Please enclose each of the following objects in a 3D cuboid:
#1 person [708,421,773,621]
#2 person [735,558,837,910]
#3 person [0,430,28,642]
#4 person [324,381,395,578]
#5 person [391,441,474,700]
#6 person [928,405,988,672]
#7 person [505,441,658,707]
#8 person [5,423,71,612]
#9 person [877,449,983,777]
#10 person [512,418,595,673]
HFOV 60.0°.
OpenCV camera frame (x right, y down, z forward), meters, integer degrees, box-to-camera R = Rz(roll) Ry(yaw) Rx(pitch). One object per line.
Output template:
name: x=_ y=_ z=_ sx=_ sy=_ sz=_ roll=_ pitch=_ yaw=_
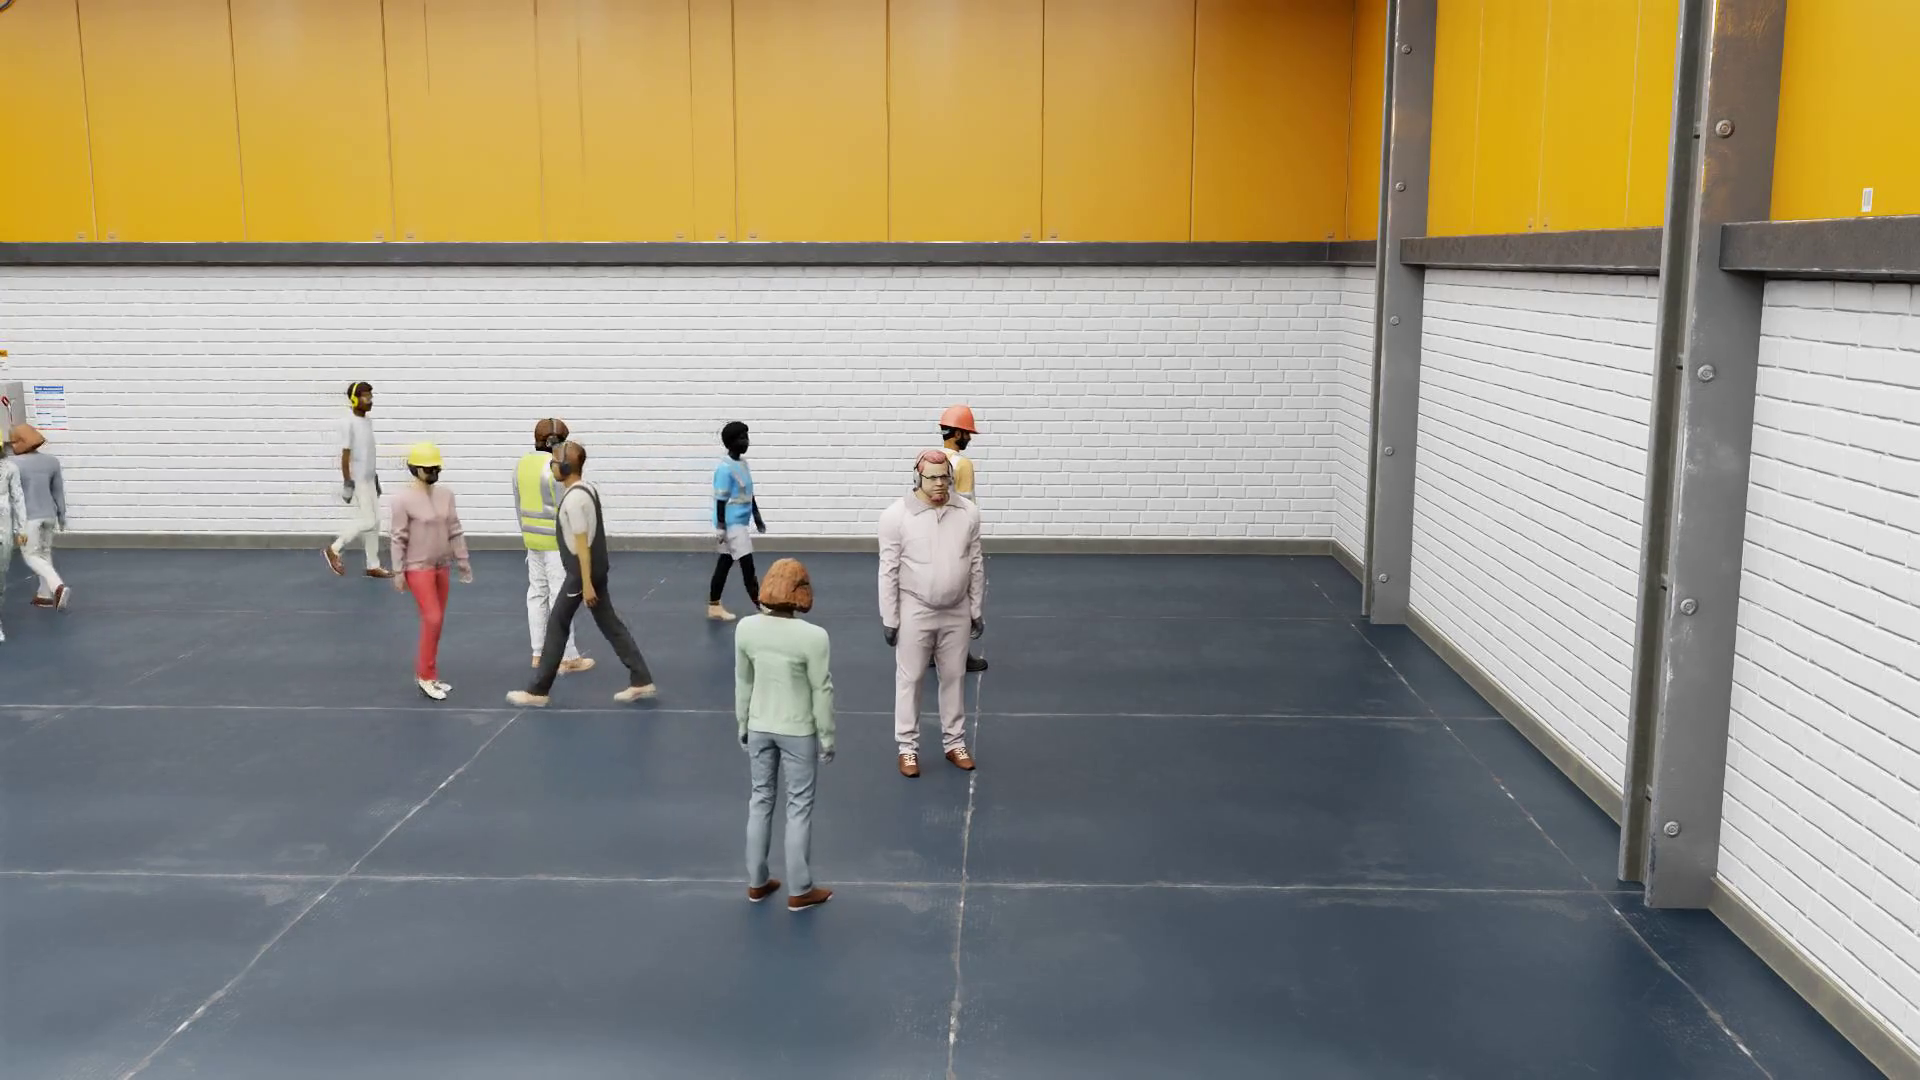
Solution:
person: x=-1.724 y=-0.129 z=13.509 sx=0.812 sy=1.663 sz=0.538 roll=1 pitch=10 yaw=7
person: x=-0.804 y=0.889 z=7.652 sx=0.509 sy=1.625 sz=0.284 roll=5 pitch=11 yaw=25
person: x=-7.697 y=-0.092 z=13.204 sx=0.494 sy=1.695 sz=0.905 roll=-8 pitch=12 yaw=-39
person: x=-5.567 y=-0.547 z=15.408 sx=0.531 sy=1.857 sz=0.514 roll=1 pitch=10 yaw=4
person: x=-3.556 y=0.203 z=11.310 sx=0.570 sy=1.751 sz=0.534 roll=5 pitch=11 yaw=25
person: x=-0.038 y=-0.008 z=12.019 sx=0.375 sy=1.927 sz=0.543 roll=-8 pitch=12 yaw=-38
person: x=-2.501 y=0.231 z=11.046 sx=0.998 sy=1.790 sz=0.514 roll=0 pitch=10 yaw=1
person: x=-7.737 y=-0.185 z=13.987 sx=0.698 sy=1.608 sz=0.502 roll=5 pitch=11 yaw=26
person: x=-0.153 y=0.419 z=9.610 sx=0.636 sy=1.900 sz=0.403 roll=-4 pitch=11 yaw=-24
person: x=-2.933 y=0.038 z=12.019 sx=0.620 sy=1.838 sz=0.430 roll=8 pitch=13 yaw=39
